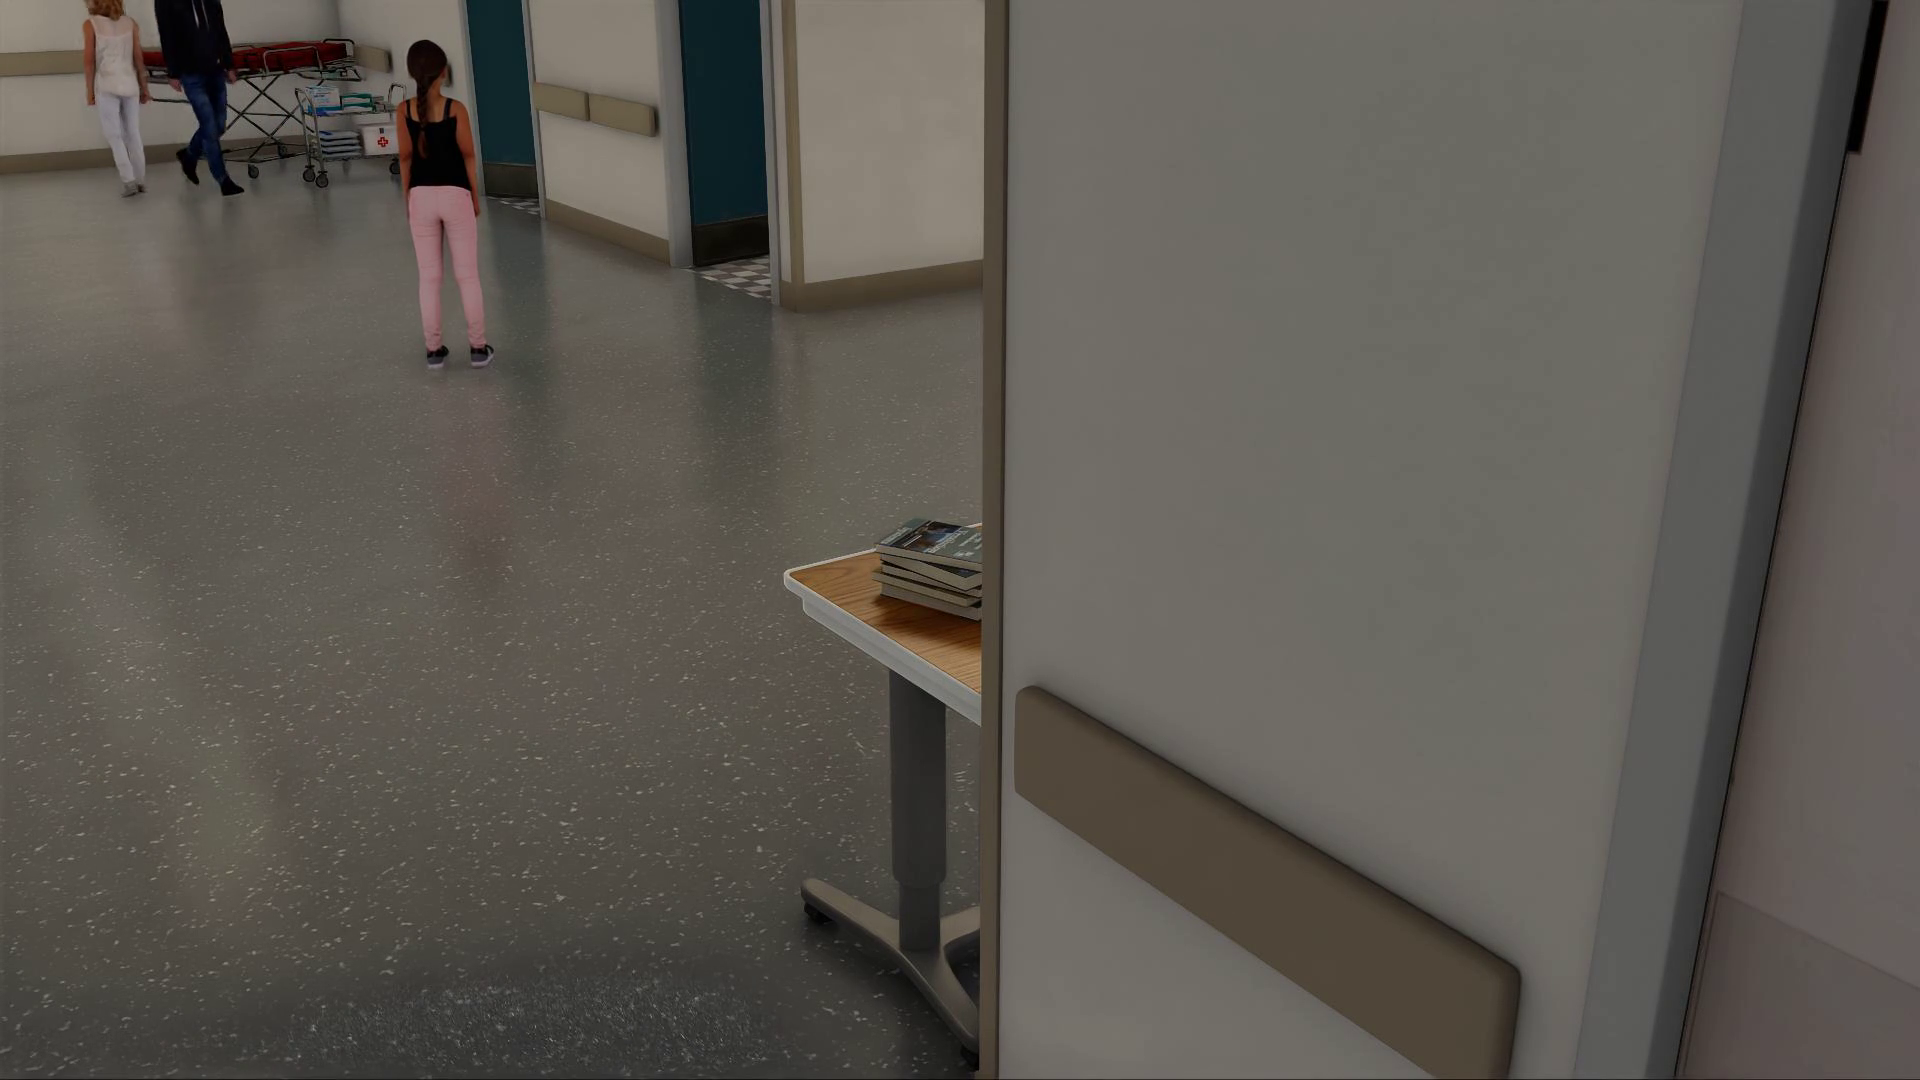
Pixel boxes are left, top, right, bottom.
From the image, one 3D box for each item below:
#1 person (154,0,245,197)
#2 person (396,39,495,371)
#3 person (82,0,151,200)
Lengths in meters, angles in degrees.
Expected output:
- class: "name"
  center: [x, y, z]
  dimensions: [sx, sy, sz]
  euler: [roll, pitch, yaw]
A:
- class: "person"
  center: [-5.959, -3.629, 12.950]
  dimensions: [1.217, 1.864, 0.935]
  euler: [14, 25, 33]
- class: "person"
  center: [-2.516, -1.615, 8.057]
  dimensions: [0.583, 1.562, 0.608]
  euler: [-3, 21, -7]
- class: "person"
  center: [-6.549, -3.481, 12.911]
  dimensions: [0.862, 1.614, 0.764]
  euler: [18, 27, 40]
